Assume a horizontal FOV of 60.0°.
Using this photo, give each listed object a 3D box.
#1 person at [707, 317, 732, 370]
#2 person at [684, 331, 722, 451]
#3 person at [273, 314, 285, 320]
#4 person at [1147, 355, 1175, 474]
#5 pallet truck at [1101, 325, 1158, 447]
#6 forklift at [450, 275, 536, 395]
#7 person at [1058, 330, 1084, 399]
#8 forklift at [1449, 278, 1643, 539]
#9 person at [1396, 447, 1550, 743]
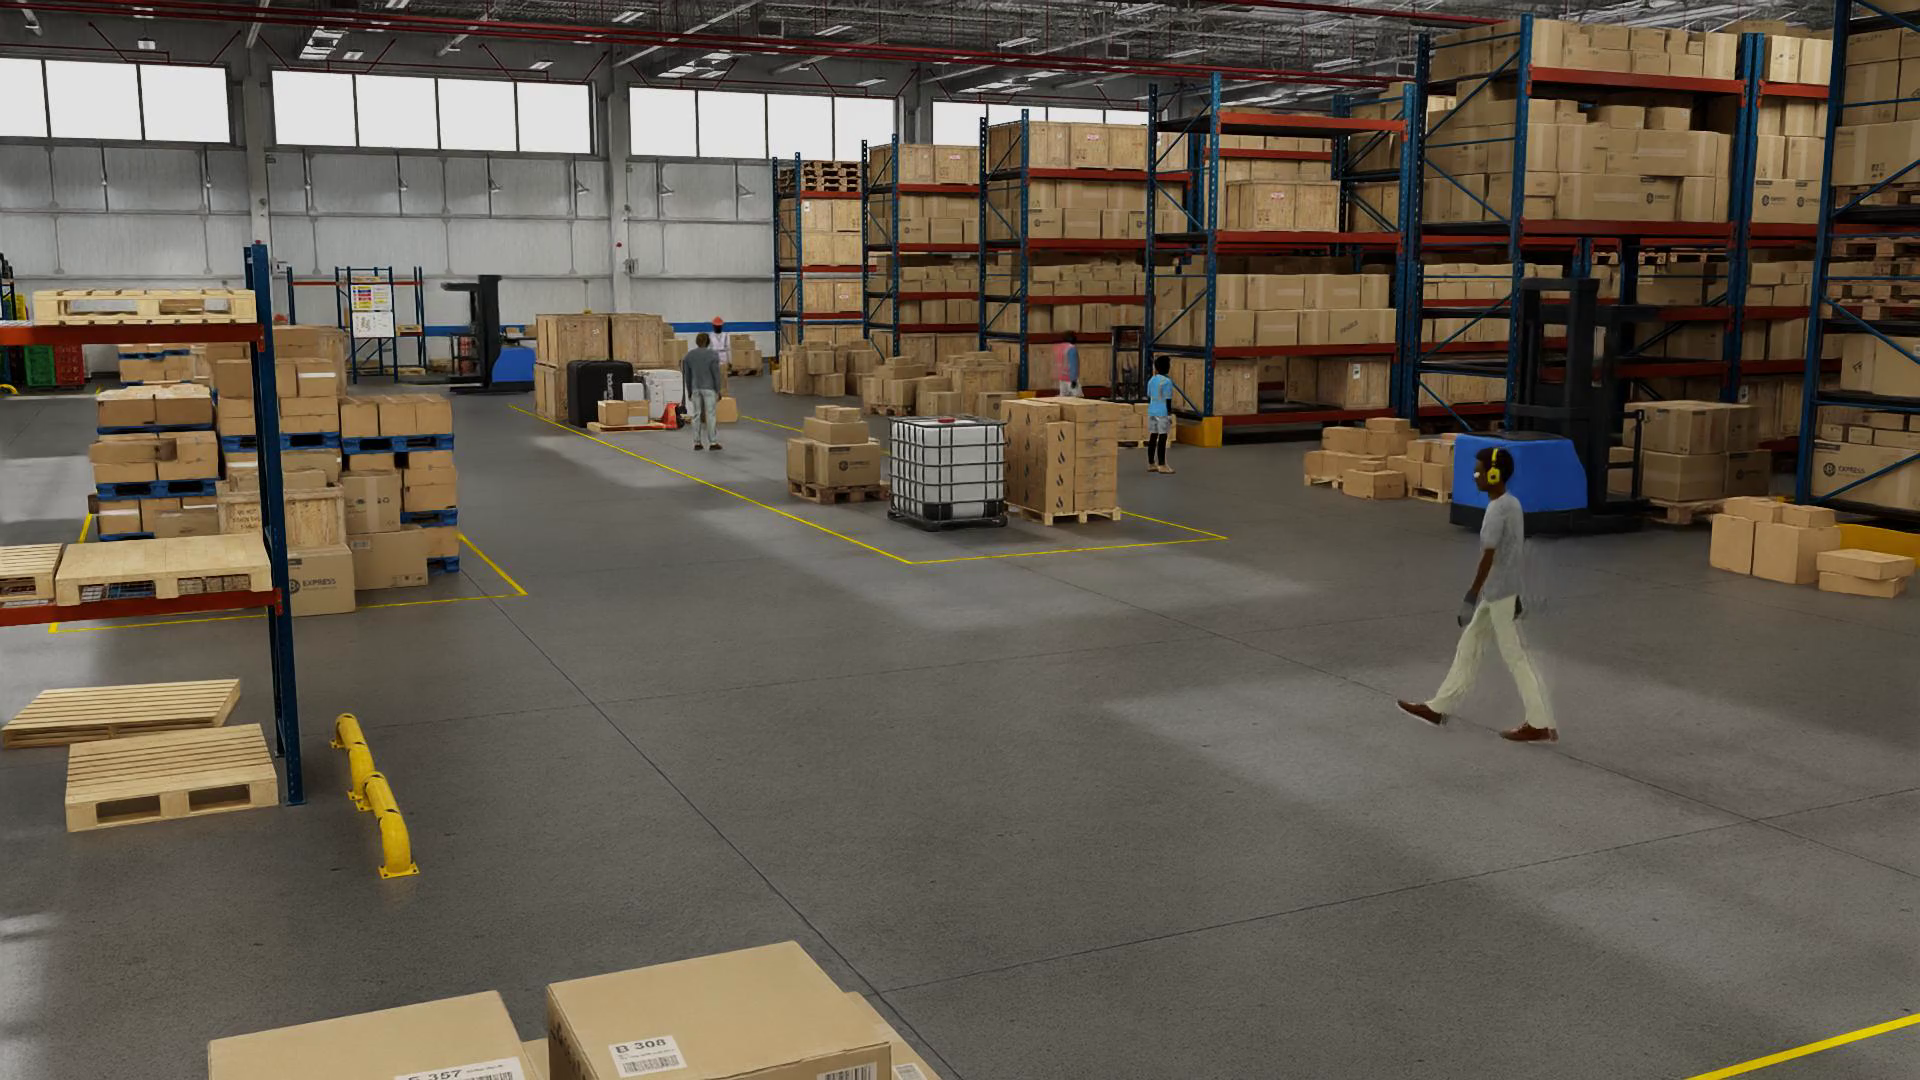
[{"bbox_3d":[-5.250,-3.906,36.350,0.569,1.896,0.930,-3,10,-20],"label":"person"},{"bbox_3d":[-4.152,-2.411,26.960,0.627,1.941,0.370,2,9,15],"label":"person"},{"bbox_3d":[-15.404,-4.144,37.654,0.627,1.953,0.646,-3,10,-19],"label":"person"},{"bbox_3d":[2.882,-1.801,23.919,0.322,1.697,0.536,-4,10,-26],"label":"person"},{"bbox_3d":[2.881,-2.596,27.923,0.823,1.965,1.885,-1,9,-7],"label":"pallet truck"},{"bbox_3d":[-11.086,-4.879,39.358,1.873,2.768,1.129,-4,10,-25],"label":"forklift"},{"bbox_3d":[2.152,-2.989,30.901,0.756,1.819,0.654,-3,10,-21],"label":"person"},{"bbox_3d":[6.531,-1.507,18.434,1.873,2.768,1.129,-4,10,-25],"label":"forklift"},{"bbox_3d":[3.229,0.337,10.270,0.961,1.817,0.551,4,10,23],"label":"person"}]
